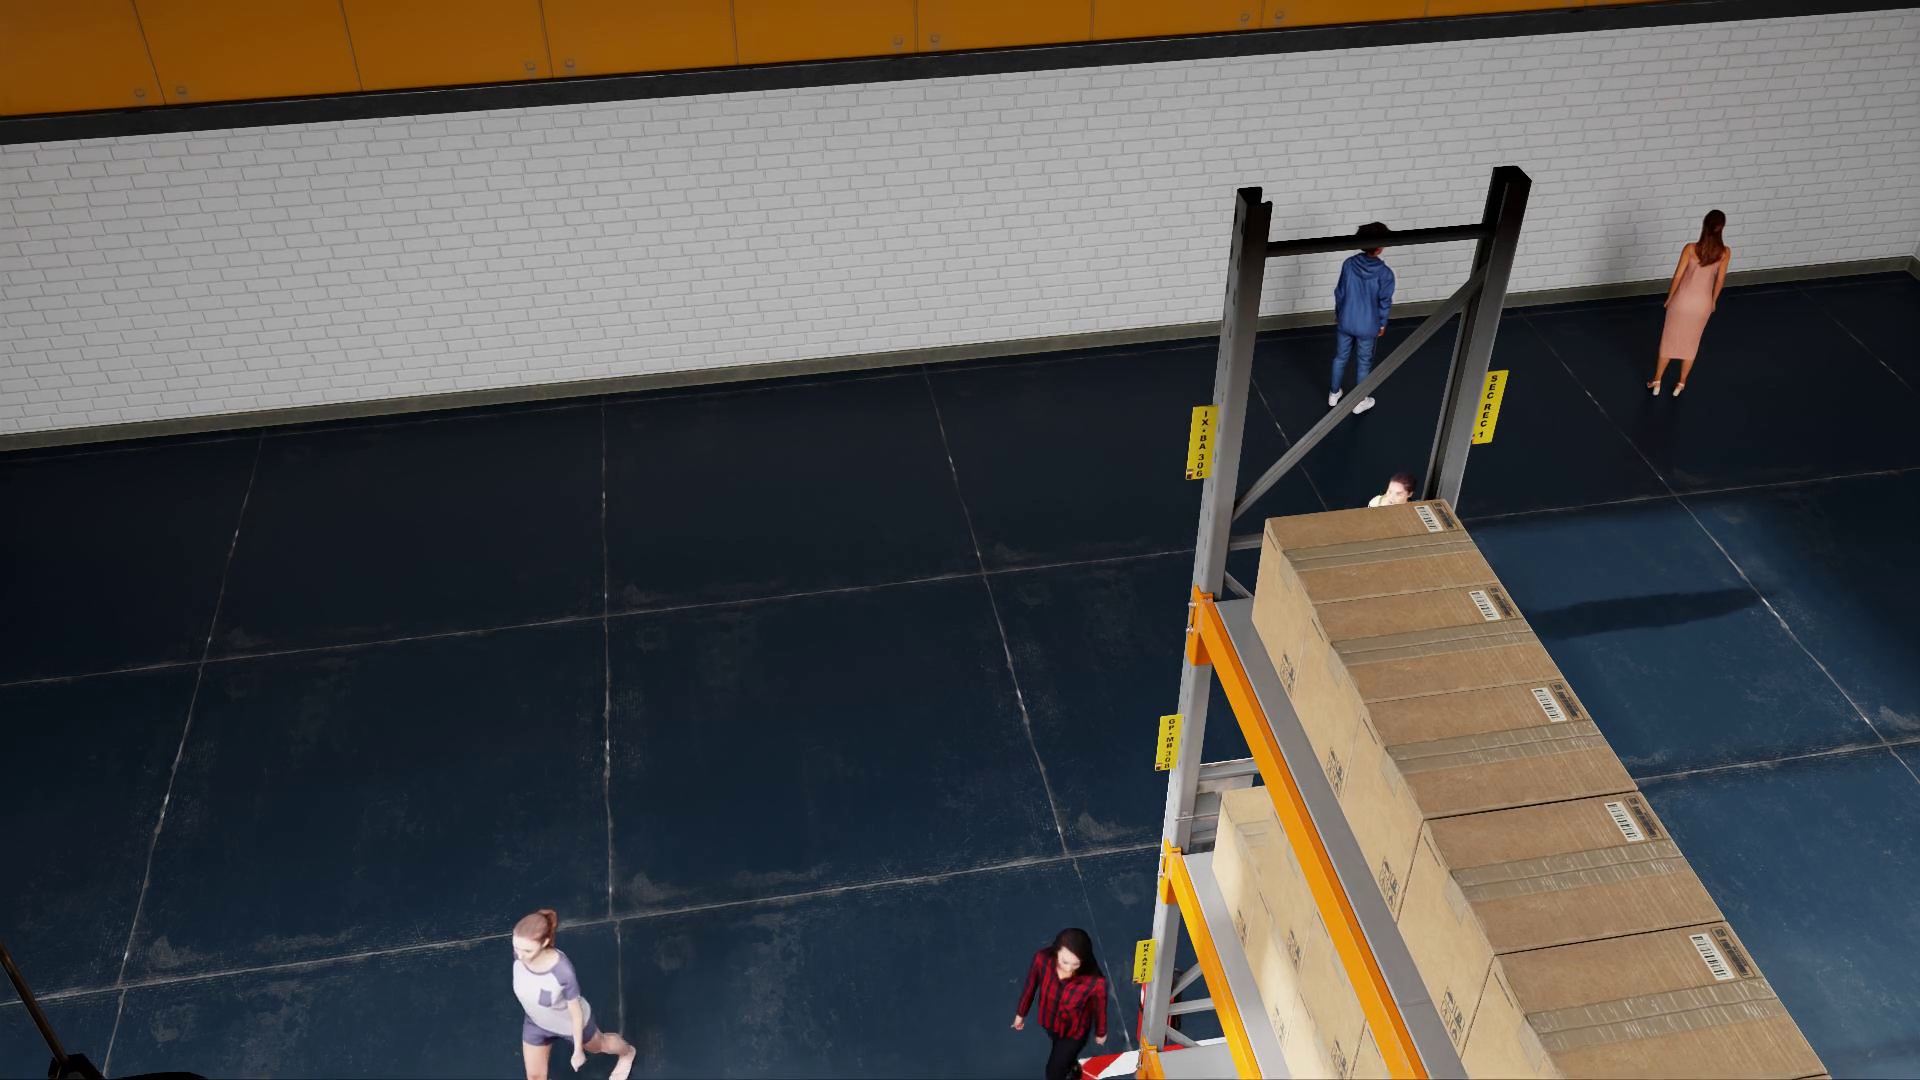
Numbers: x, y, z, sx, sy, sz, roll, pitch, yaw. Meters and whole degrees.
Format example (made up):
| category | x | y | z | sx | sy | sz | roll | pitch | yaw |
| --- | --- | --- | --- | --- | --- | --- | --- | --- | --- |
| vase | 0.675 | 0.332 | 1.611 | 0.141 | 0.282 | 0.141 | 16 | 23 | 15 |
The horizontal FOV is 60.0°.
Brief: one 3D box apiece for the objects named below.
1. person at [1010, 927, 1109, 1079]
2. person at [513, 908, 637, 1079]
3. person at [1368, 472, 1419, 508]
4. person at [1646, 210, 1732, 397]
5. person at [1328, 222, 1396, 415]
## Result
| category | x | y | z | sx | sy | sz | roll | pitch | yaw |
| --- | --- | --- | --- | --- | --- | --- | --- | --- | --- |
| person | 0.633 | 2.580 | 9.163 | 0.879 | 1.631 | 0.934 | 28 | 46 | 30 |
| person | -2.119 | 2.577 | 9.101 | 1.049 | 1.713 | 1.207 | 18 | 42 | 21 |
| person | 3.180 | 0.142 | 12.224 | 0.835 | 1.620 | 0.895 | 23 | 44 | 26 |
| person | 6.532 | -2.102 | 14.864 | 0.657 | 1.832 | 0.647 | 9 | 40 | 11 |
| person | 3.536 | -1.958 | 14.707 | 0.748 | 1.804 | 0.814 | 25 | 45 | 28 |
